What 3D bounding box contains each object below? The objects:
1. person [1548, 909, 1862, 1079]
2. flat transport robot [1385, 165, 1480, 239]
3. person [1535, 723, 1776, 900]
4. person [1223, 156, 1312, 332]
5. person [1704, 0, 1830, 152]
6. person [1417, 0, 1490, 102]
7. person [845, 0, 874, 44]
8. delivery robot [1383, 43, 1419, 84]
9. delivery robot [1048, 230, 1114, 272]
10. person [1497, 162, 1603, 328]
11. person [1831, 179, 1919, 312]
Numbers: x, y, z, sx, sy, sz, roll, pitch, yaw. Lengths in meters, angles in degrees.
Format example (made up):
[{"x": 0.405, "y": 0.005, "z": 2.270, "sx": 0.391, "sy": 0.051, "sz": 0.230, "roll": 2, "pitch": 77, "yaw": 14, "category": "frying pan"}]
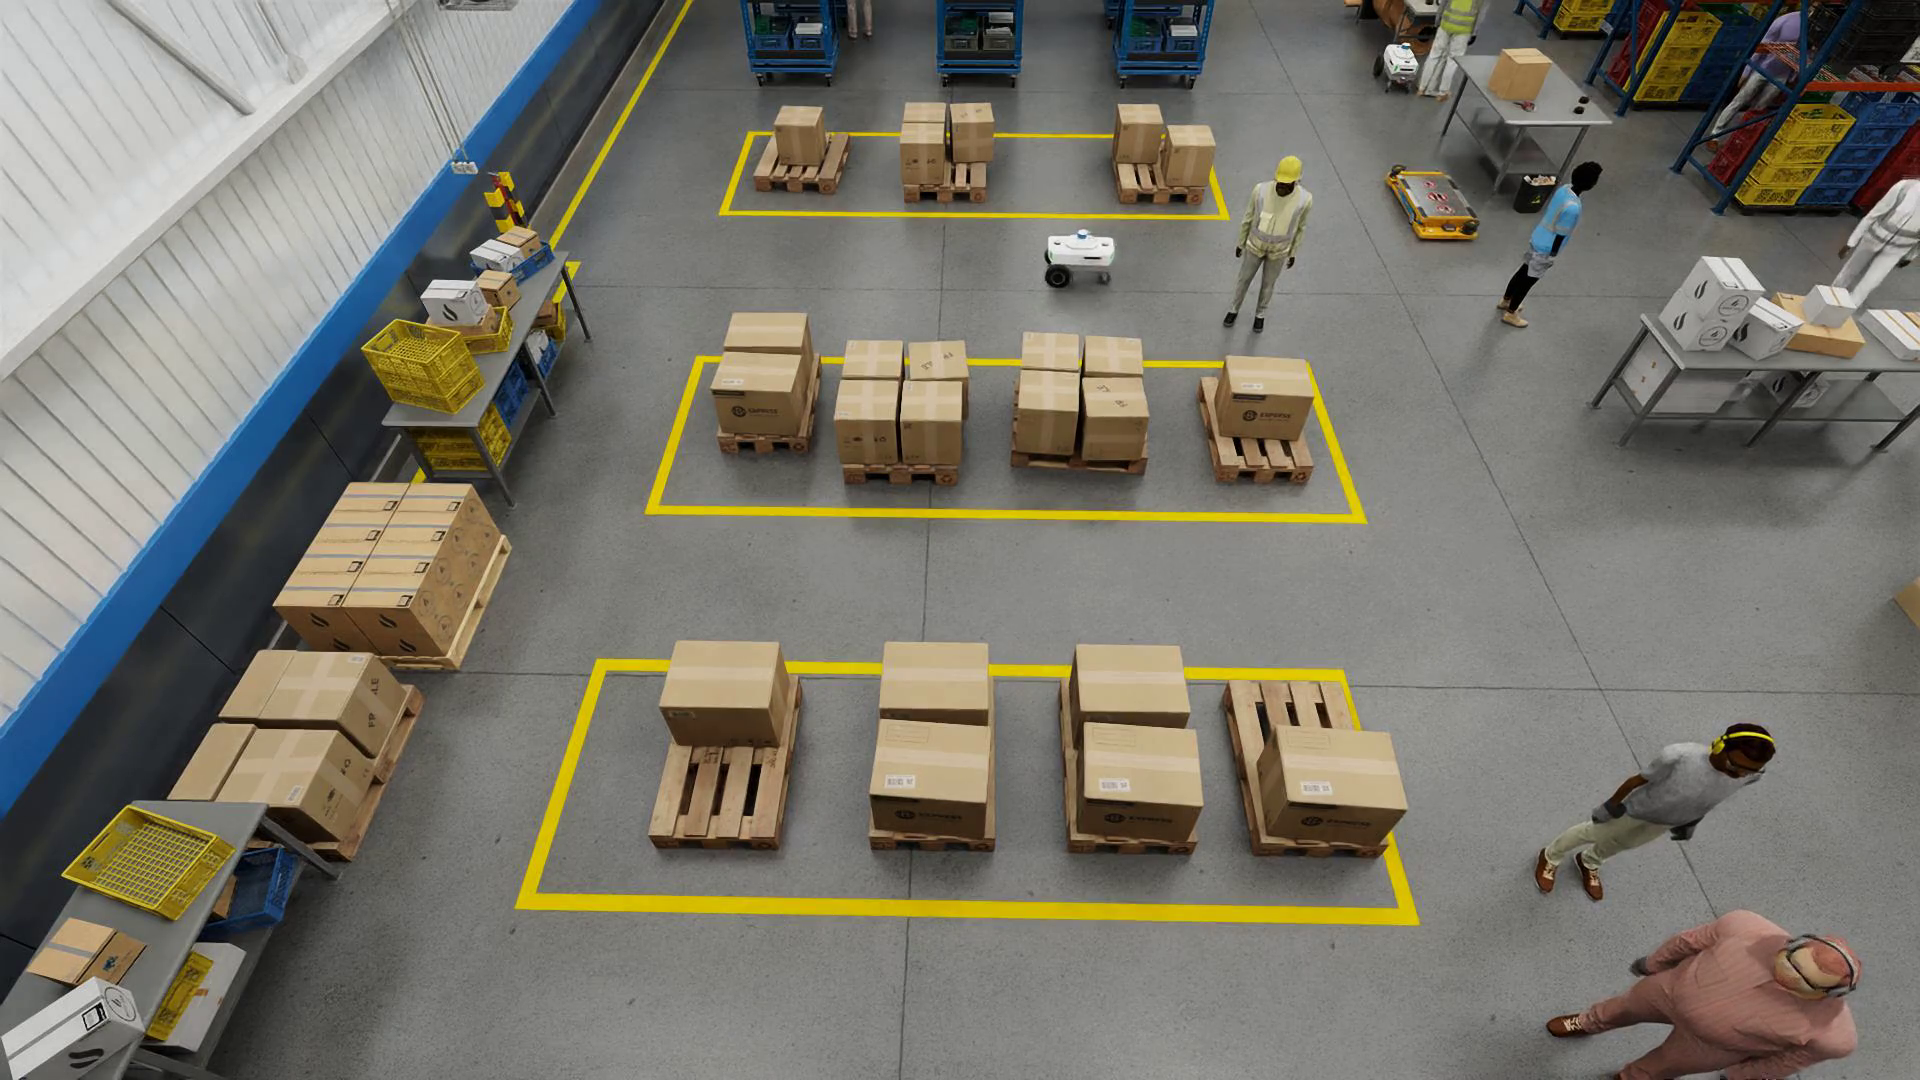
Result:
[{"x": 3.586, "y": 2.310, "z": 4.442, "sx": 0.401, "sy": 1.906, "sz": 0.672, "roll": -15, "pitch": 51, "yaw": -12, "category": "person"}, {"x": 5.692, "y": -4.094, "z": 11.059, "sx": 0.652, "sy": 0.197, "sz": 1.431, "roll": 1, "pitch": 49, "yaw": 1, "category": "flat transport robot"}, {"x": 3.883, "y": 1.535, "z": 5.136, "sx": 0.523, "sy": 1.870, "sz": 0.317, "roll": 8, "pitch": 50, "yaw": 7, "category": "person"}, {"x": 3.014, "y": -2.875, "z": 8.978, "sx": 0.599, "sy": 1.830, "sz": 0.403, "roll": 15, "pitch": 51, "yaw": 13, "category": "person"}, {"x": 10.129, "y": -5.834, "z": 11.475, "sx": 0.634, "sy": 1.933, "sz": 0.371, "roll": 8, "pitch": 50, "yaw": 7, "category": "person"}, {"x": 6.806, "y": -7.023, "z": 12.563, "sx": 0.625, "sy": 1.843, "sz": 0.430, "roll": 34, "pitch": 57, "yaw": 26, "category": "person"}, {"x": -1.566, "y": -8.627, "z": 13.861, "sx": 0.632, "sy": 1.979, "sz": 0.410, "roll": -24, "pitch": 53, "yaw": -19, "category": "person"}, {"x": 6.375, "y": -6.918, "z": 13.257, "sx": 0.477, "sy": 0.478, "sz": 0.707, "roll": 4, "pitch": 49, "yaw": 3, "category": "delivery robot"}, {"x": 1.314, "y": -3.139, "z": 9.986, "sx": 0.707, "sy": 0.478, "sz": 0.477, "roll": 2, "pitch": 49, "yaw": 2, "category": "delivery robot"}, {"x": 5.852, "y": -2.937, "z": 9.120, "sx": 0.317, "sy": 1.696, "sz": 0.539, "roll": 11, "pitch": 50, "yaw": 10, "category": "person"}, {"x": 9.016, "y": -2.845, "z": 8.955, "sx": 0.988, "sy": 1.832, "sz": 0.581, "roll": -36, "pitch": 58, "yaw": -27, "category": "person"}]
